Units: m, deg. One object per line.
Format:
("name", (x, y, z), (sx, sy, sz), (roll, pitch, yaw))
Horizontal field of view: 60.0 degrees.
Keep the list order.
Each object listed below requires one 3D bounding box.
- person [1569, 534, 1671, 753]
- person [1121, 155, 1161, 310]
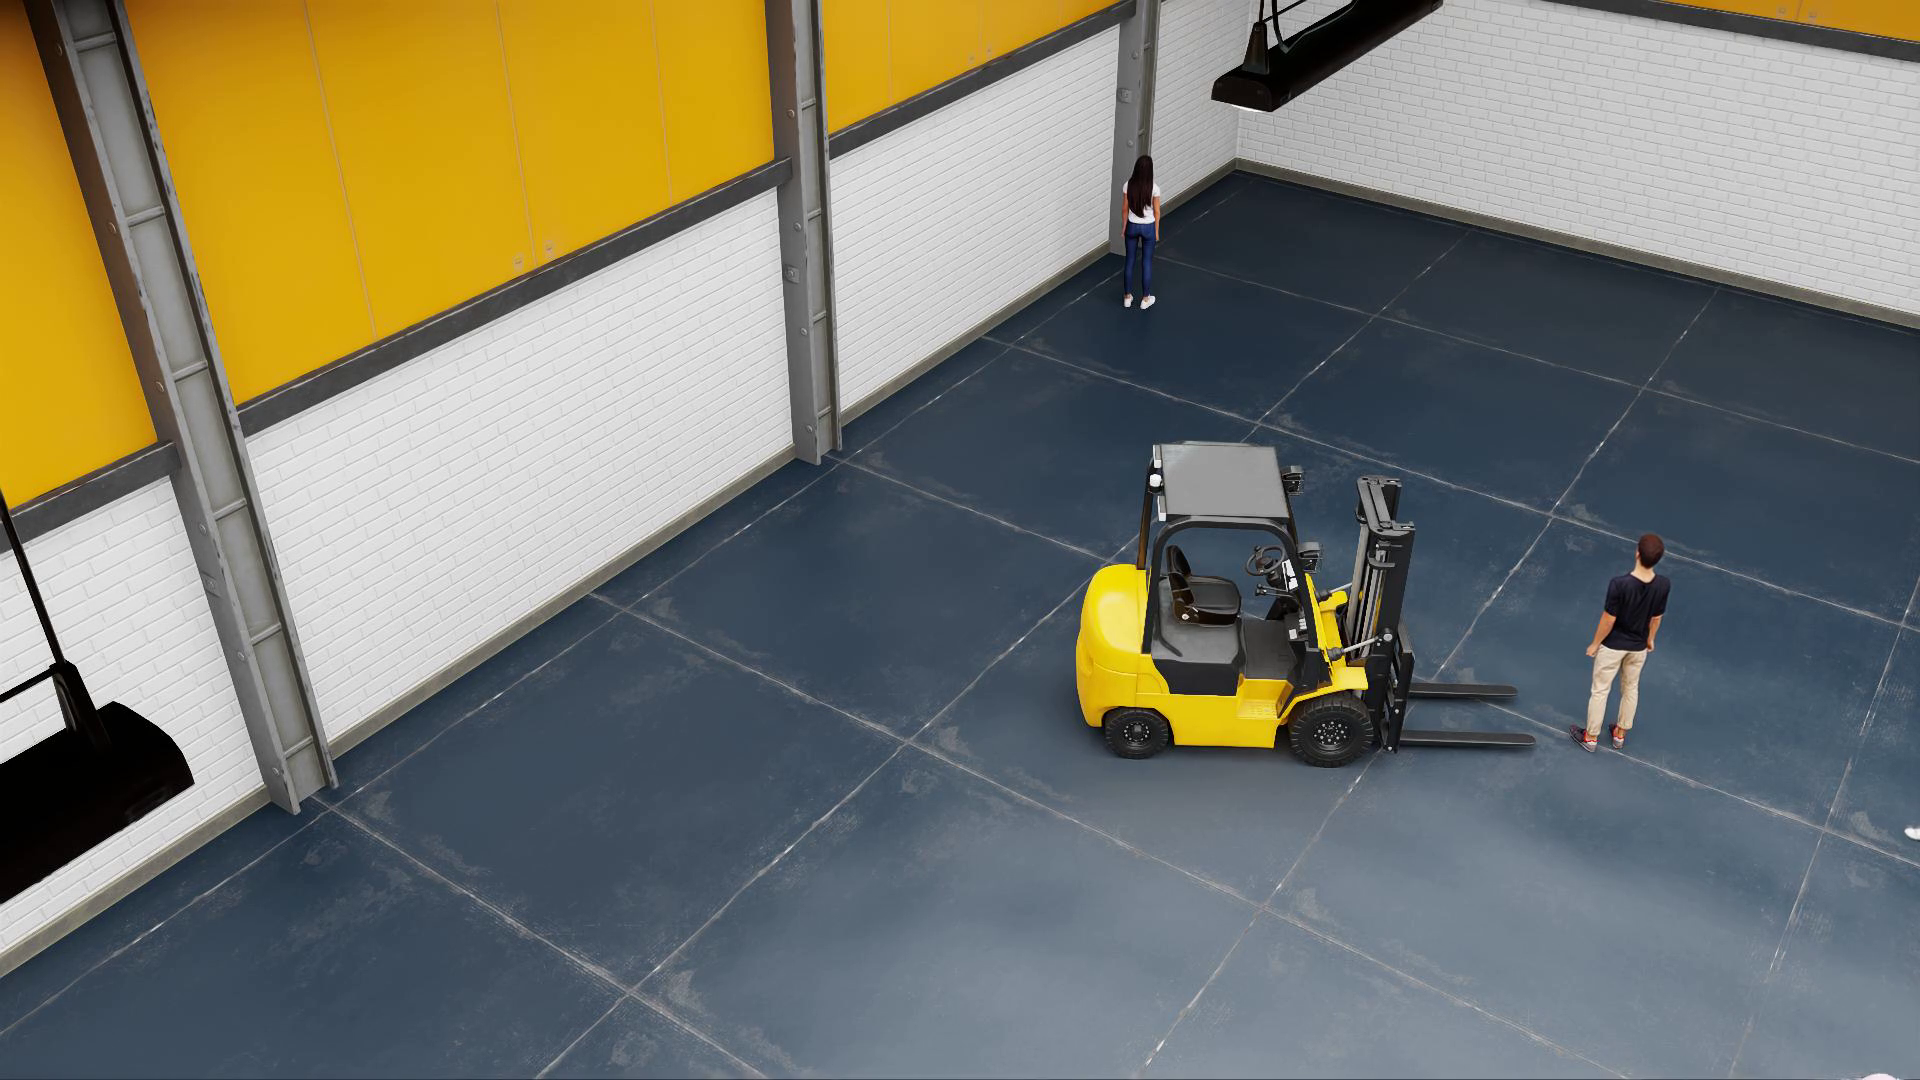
("person", (4.882, 0.763, 12.230), (0.712, 1.857, 0.758), (-4, 34, -6))
("person", (2.020, -3.433, 18.666), (0.636, 1.721, 0.586), (13, 36, 18))
